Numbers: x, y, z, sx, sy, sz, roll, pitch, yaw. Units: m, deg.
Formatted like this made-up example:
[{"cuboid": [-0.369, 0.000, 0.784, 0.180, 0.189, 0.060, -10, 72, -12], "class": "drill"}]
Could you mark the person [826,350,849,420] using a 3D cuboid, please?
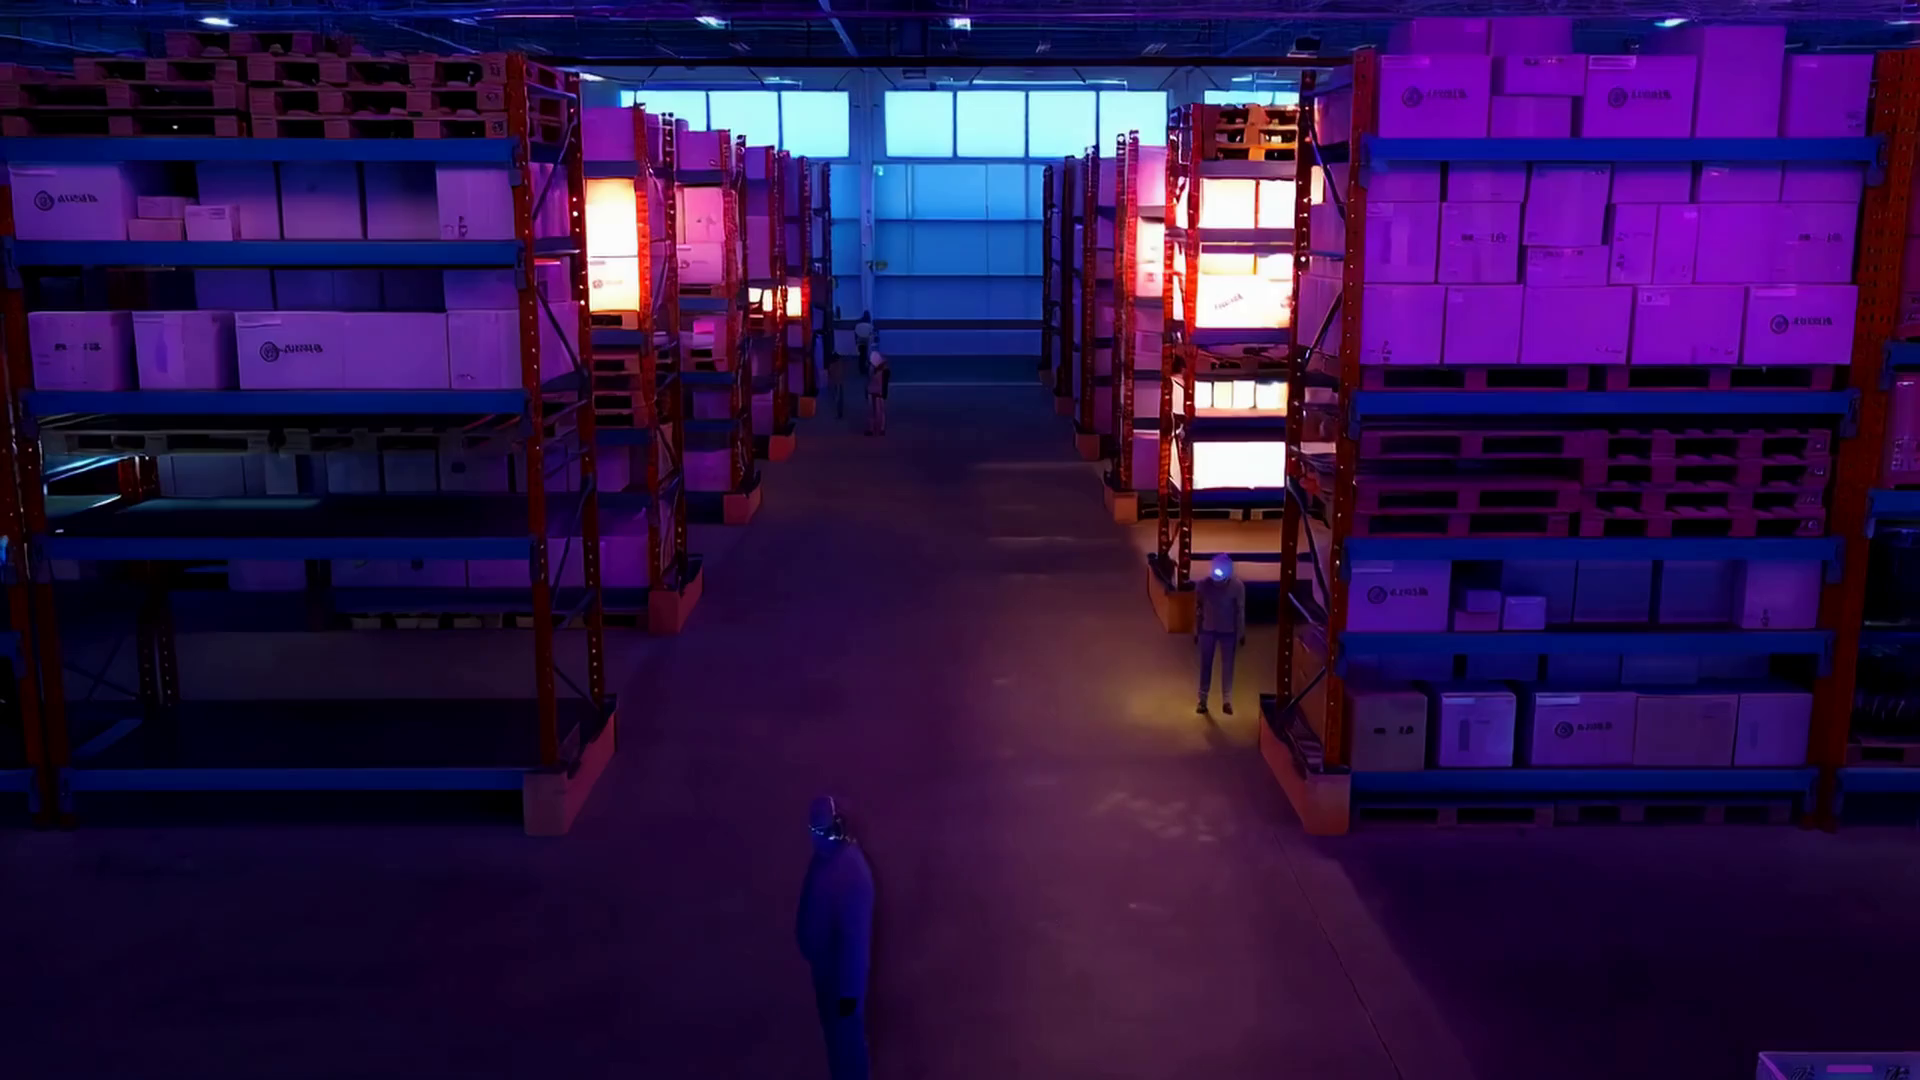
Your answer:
[{"cuboid": [-2.855, -3.601, 38.688, 0.595, 1.609, 0.340, 4, 12, 21], "class": "person"}]

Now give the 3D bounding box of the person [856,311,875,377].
[{"cuboid": [-2.740, -5.701, 48.393, 0.610, 1.898, 0.533, 10, 15, 41], "class": "person"}]

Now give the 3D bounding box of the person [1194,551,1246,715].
[{"cuboid": [2.540, 0.904, 16.320, 0.498, 1.633, 0.278, 2, 12, 12], "class": "person"}]

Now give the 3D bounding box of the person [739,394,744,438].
[{"cuboid": [-4.135, -2.010, 29.736, 0.608, 2.047, 0.371, 5, 12, 21], "class": "person"}]

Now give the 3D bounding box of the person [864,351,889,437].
[{"cuboid": [-1.812, -3.138, 35.838, 0.621, 1.845, 0.429, 10, 15, 42], "class": "person"}]

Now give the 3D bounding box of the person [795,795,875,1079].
[{"cuboid": [-0.675, 2.272, 8.863, 0.403, 1.906, 0.651, -4, 12, -17], "class": "person"}]
